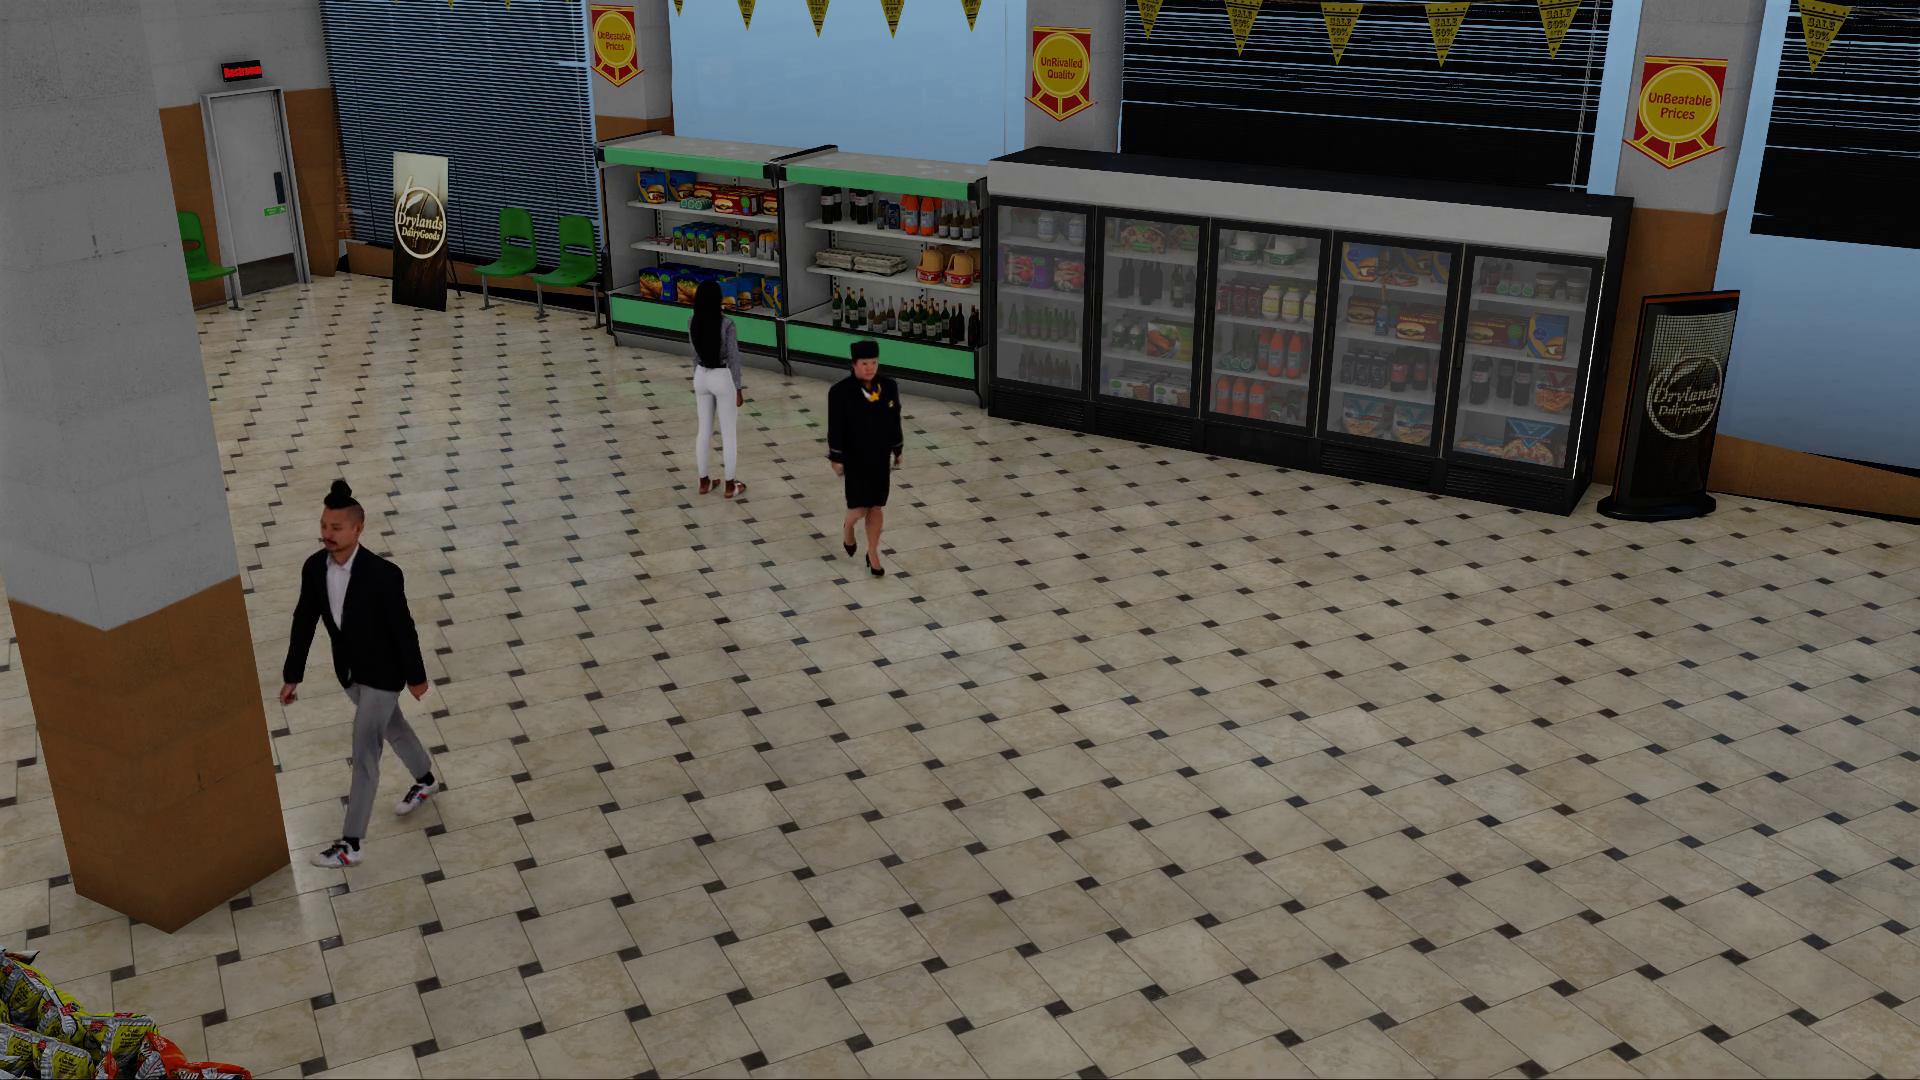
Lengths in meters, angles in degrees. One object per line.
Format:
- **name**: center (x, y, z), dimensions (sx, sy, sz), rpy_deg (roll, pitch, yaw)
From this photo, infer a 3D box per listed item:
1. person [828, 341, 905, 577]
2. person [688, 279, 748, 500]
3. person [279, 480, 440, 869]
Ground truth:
- **person**: center (-0.663, -0.582, 11.533), dimensions (0.862, 1.661, 0.912), rpy_deg (-10, 24, -23)
- **person**: center (-1.898, -1.182, 12.940), dimensions (0.446, 1.724, 0.640), rpy_deg (11, 24, 26)
- **person**: center (-2.876, 0.600, 8.275), dimensions (1.170, 1.895, 0.825), rpy_deg (11, 24, 25)
